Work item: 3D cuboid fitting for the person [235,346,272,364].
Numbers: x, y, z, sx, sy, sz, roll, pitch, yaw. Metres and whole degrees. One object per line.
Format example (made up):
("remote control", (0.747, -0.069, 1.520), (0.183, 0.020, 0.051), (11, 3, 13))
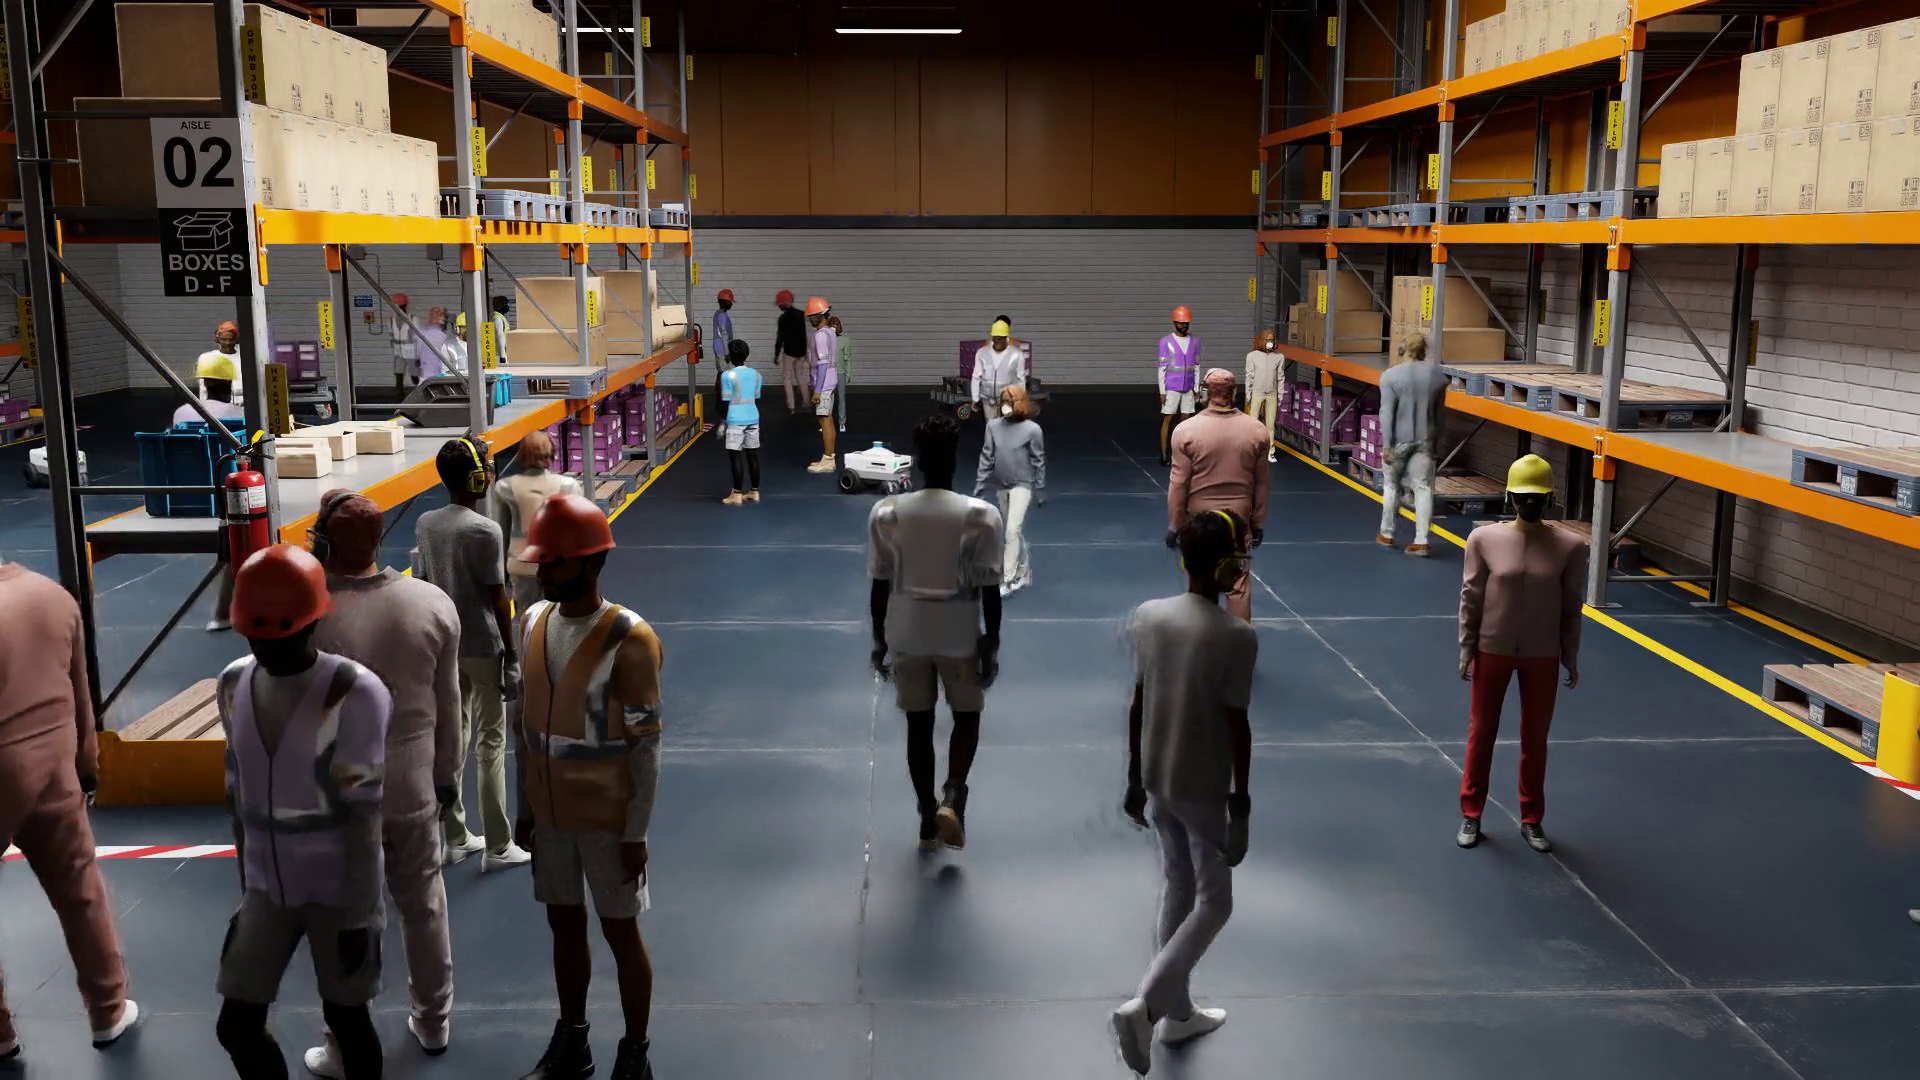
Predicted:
("person", (-8.063, -1.657, 19.210), (0.533, 1.817, 0.957), (6, 12, 29))

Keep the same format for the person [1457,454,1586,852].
("person", (2.459, 0.501, 7.322), (0.523, 1.769, 0.319), (2, 10, 11))

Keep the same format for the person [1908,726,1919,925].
("person", (3.956, 0.672, 6.373), (0.527, 1.768, 0.314), (1, 10, 6))

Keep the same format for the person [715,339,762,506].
("person", (-2.245, -1.200, 16.997), (0.318, 1.697, 0.548), (7, 13, 36))

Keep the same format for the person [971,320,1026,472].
("person", (0.423, -1.617, 19.069), (0.598, 1.780, 0.936), (3, 11, 15))

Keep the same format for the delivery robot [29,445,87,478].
("delivery robot", (-9.826, -0.880, 18.111), (0.707, 0.478, 0.477), (9, 14, 39))

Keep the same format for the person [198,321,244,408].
("person", (-7.361, -1.261, 16.805), (0.572, 1.887, 0.355), (-7, 12, -35))

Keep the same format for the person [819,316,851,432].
("person", (-1.784, -2.342, 23.528), (0.498, 1.634, 0.278), (1, 10, 6))

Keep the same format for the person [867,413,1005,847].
("person", (-0.114, 0.423, 7.236), (0.615, 1.950, 0.521), (1, 10, 8))

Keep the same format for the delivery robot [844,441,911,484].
("delivery robot", (-0.875, -0.806, 17.714), (0.707, 0.478, 0.477), (6, 12, 31))

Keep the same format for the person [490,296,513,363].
("person", (-7.175, -2.901, 26.065), (0.429, 1.841, 0.633), (-3, 11, -18))

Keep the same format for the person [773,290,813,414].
("person", (-2.607, -2.918, 25.899), (0.401, 1.941, 0.652), (6, 12, 32))

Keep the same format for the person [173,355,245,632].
("person", (-5.113, -0.348, 11.691), (0.607, 1.893, 0.833), (2, 10, 12))

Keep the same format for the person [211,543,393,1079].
("person", (-1.784, 0.946, 4.468), (0.540, 1.905, 0.558), (3, 11, 14))

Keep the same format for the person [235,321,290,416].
("person", (-9.595, -2.346, 22.756), (0.633, 1.922, 0.640), (5, 11, 25))

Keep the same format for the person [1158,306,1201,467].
("person", (2.631, -1.828, 19.861), (0.547, 1.930, 0.408), (-3, 11, -18))

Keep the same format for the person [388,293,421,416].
("person", (-8.600, -2.909, 25.950), (0.546, 1.909, 0.832), (2, 10, 10))

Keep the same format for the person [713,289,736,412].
("person", (-3.719, -2.993, 26.333), (0.374, 1.929, 0.542), (-3, 11, -19))

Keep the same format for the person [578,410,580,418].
("person", (-5.858, -2.608, 24.259), (0.640, 1.910, 0.903), (6, 12, 31))

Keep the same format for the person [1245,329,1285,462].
("person", (3.708, -1.748, 20.247), (0.496, 1.629, 0.277), (-1, 10, -7))

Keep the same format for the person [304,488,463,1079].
("person", (-1.914, 0.784, 5.343), (0.647, 1.913, 0.409), (-10, 14, -43))

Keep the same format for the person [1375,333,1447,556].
("person", (3.882, -0.828, 14.376), (0.645, 1.887, 0.925), (-1, 10, -8))

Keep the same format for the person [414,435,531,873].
("person", (-2.069, 0.488, 7.105), (0.510, 1.872, 0.328), (6, 12, 28))

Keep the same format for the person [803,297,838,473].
("person", (-1.622, -1.801, 19.392), (0.382, 2.038, 0.606), (1, 10, 5))

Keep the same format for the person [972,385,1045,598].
("person", (0.337, -0.362, 12.596), (0.508, 1.603, 0.789), (8, 13, 38))

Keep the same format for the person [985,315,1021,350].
("person", (0.575, -2.191, 22.508), (0.542, 1.695, 0.316), (-4, 11, -21))

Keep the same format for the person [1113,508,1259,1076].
("person", (0.686, 0.818, 5.359), (0.635, 1.843, 0.566), (-10, 14, -43))

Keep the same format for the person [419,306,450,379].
("person", (-6.501, -1.949, 20.622), (0.661, 1.891, 0.657), (-7, 13, -36))

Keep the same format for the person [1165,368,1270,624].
("person", (1.588, -0.115, 10.364), (0.654, 1.904, 0.407), (-2, 10, -11))

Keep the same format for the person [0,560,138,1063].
("person", (-3.113, 0.797, 5.372), (0.582, 1.870, 0.733), (3, 11, 17))

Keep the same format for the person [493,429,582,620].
("person", (-2.395, 0.178, 9.527), (0.513, 1.623, 0.413), (-2, 10, -13))

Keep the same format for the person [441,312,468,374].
("person", (-5.953, -1.832, 20.121), (0.595, 1.837, 0.404), (-6, 12, -29))

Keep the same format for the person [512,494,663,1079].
("person", (-1.157, 0.816, 5.086), (0.544, 1.939, 0.354), (6, 12, 29))
